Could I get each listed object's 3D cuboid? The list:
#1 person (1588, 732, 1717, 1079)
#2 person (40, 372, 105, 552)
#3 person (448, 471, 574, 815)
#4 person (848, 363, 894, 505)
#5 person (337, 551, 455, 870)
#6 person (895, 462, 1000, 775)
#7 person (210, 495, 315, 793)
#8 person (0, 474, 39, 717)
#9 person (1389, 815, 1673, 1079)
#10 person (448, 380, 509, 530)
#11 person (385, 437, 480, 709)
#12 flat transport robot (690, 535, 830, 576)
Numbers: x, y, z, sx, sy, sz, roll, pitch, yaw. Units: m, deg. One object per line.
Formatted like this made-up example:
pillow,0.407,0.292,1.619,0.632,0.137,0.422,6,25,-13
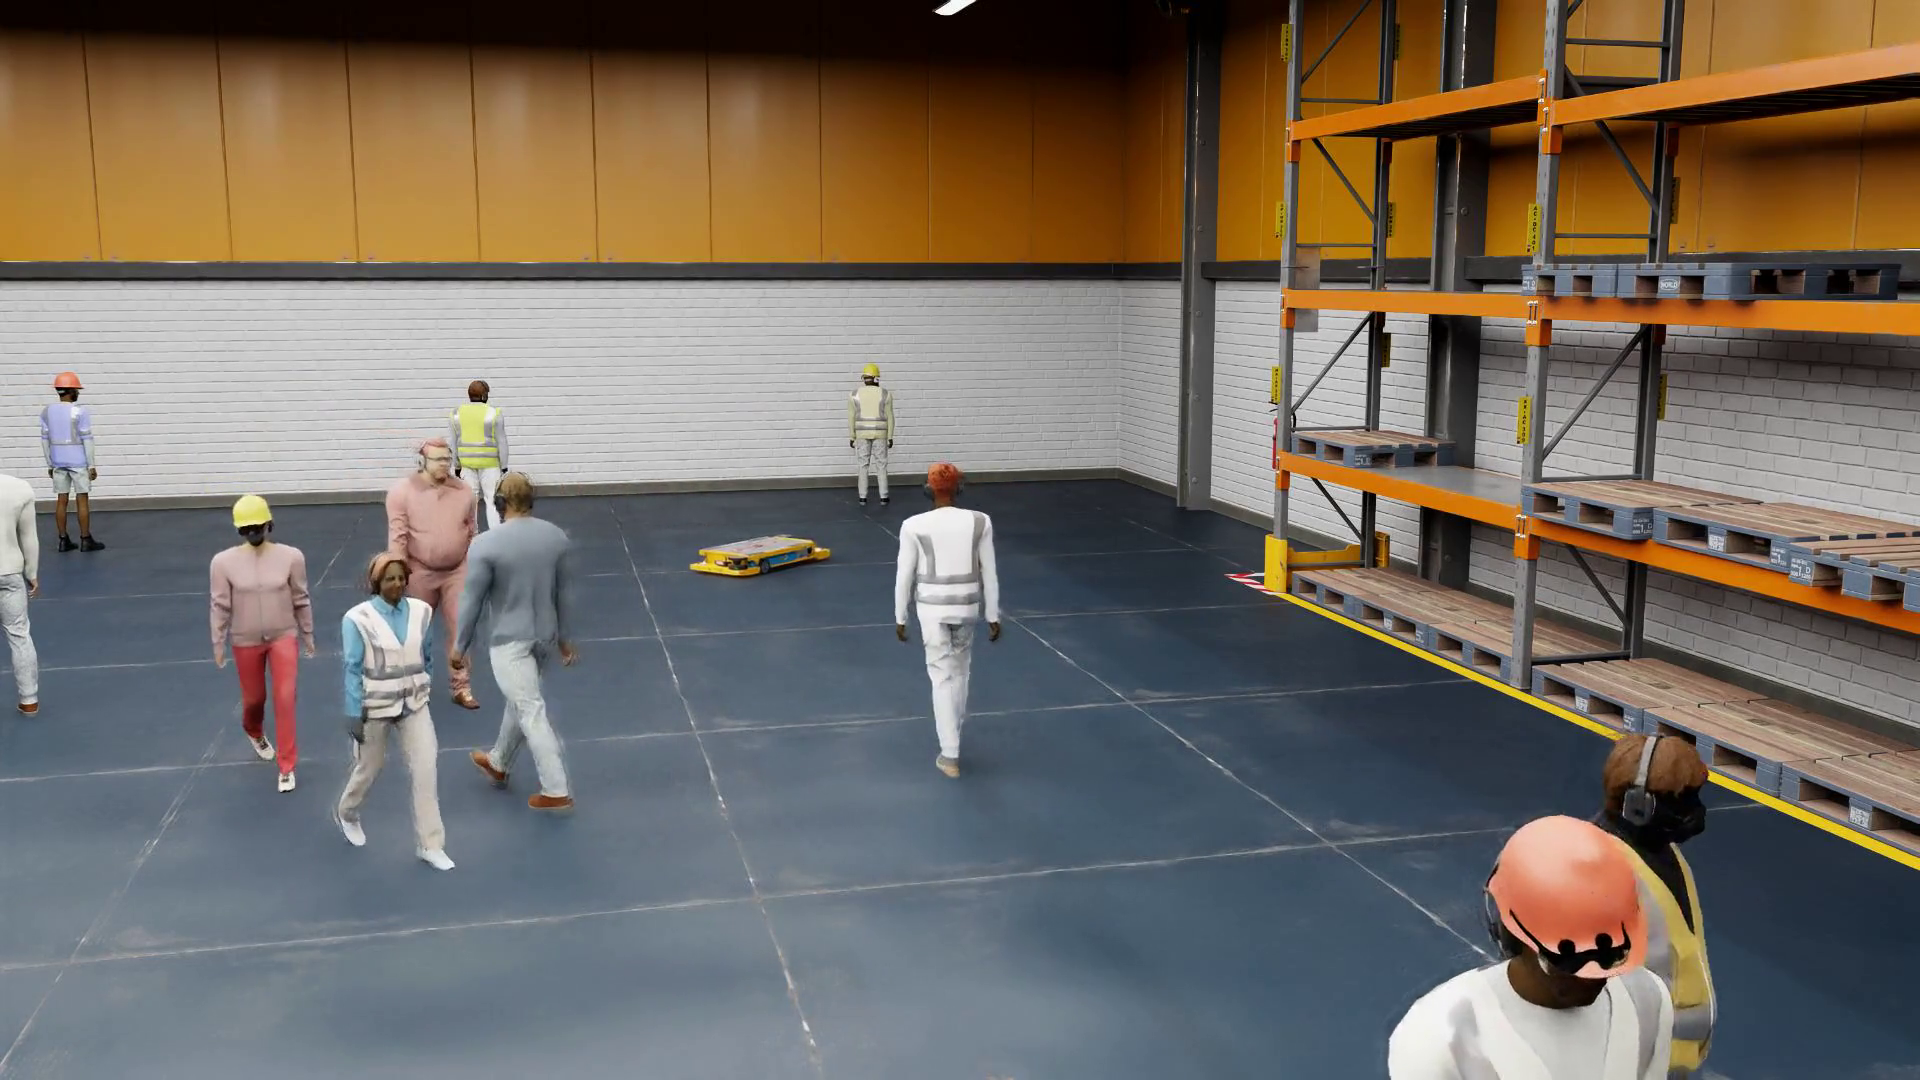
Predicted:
person,1.723,1.387,4.355,0.443,1.829,0.631,7,12,38
person,-9.526,-0.832,17.843,0.549,1.934,0.374,1,9,6
person,-2.510,0.554,9.324,1.011,1.883,0.651,7,11,36
person,-1.141,-1.357,21.454,0.592,1.828,0.404,1,9,3
person,-2.914,0.837,8.456,0.810,1.610,0.514,8,12,42
person,-0.108,0.441,10.160,0.622,1.844,0.888,-3,10,-17
person,-4.106,0.562,9.791,0.542,1.729,0.794,-4,10,-24
person,-6.444,0.258,11.029,0.374,1.939,0.628,9,13,44
person,1.065,1.461,3.304,0.640,2.009,0.663,-4,10,-22
person,-5.172,-0.807,17.977,0.633,1.841,0.429,1,9,7
person,-3.664,0.209,11.554,0.646,1.880,0.811,-6,11,-35
flat transport robot,-2.020,0.146,16.915,0.652,0.197,1.431,6,11,33
